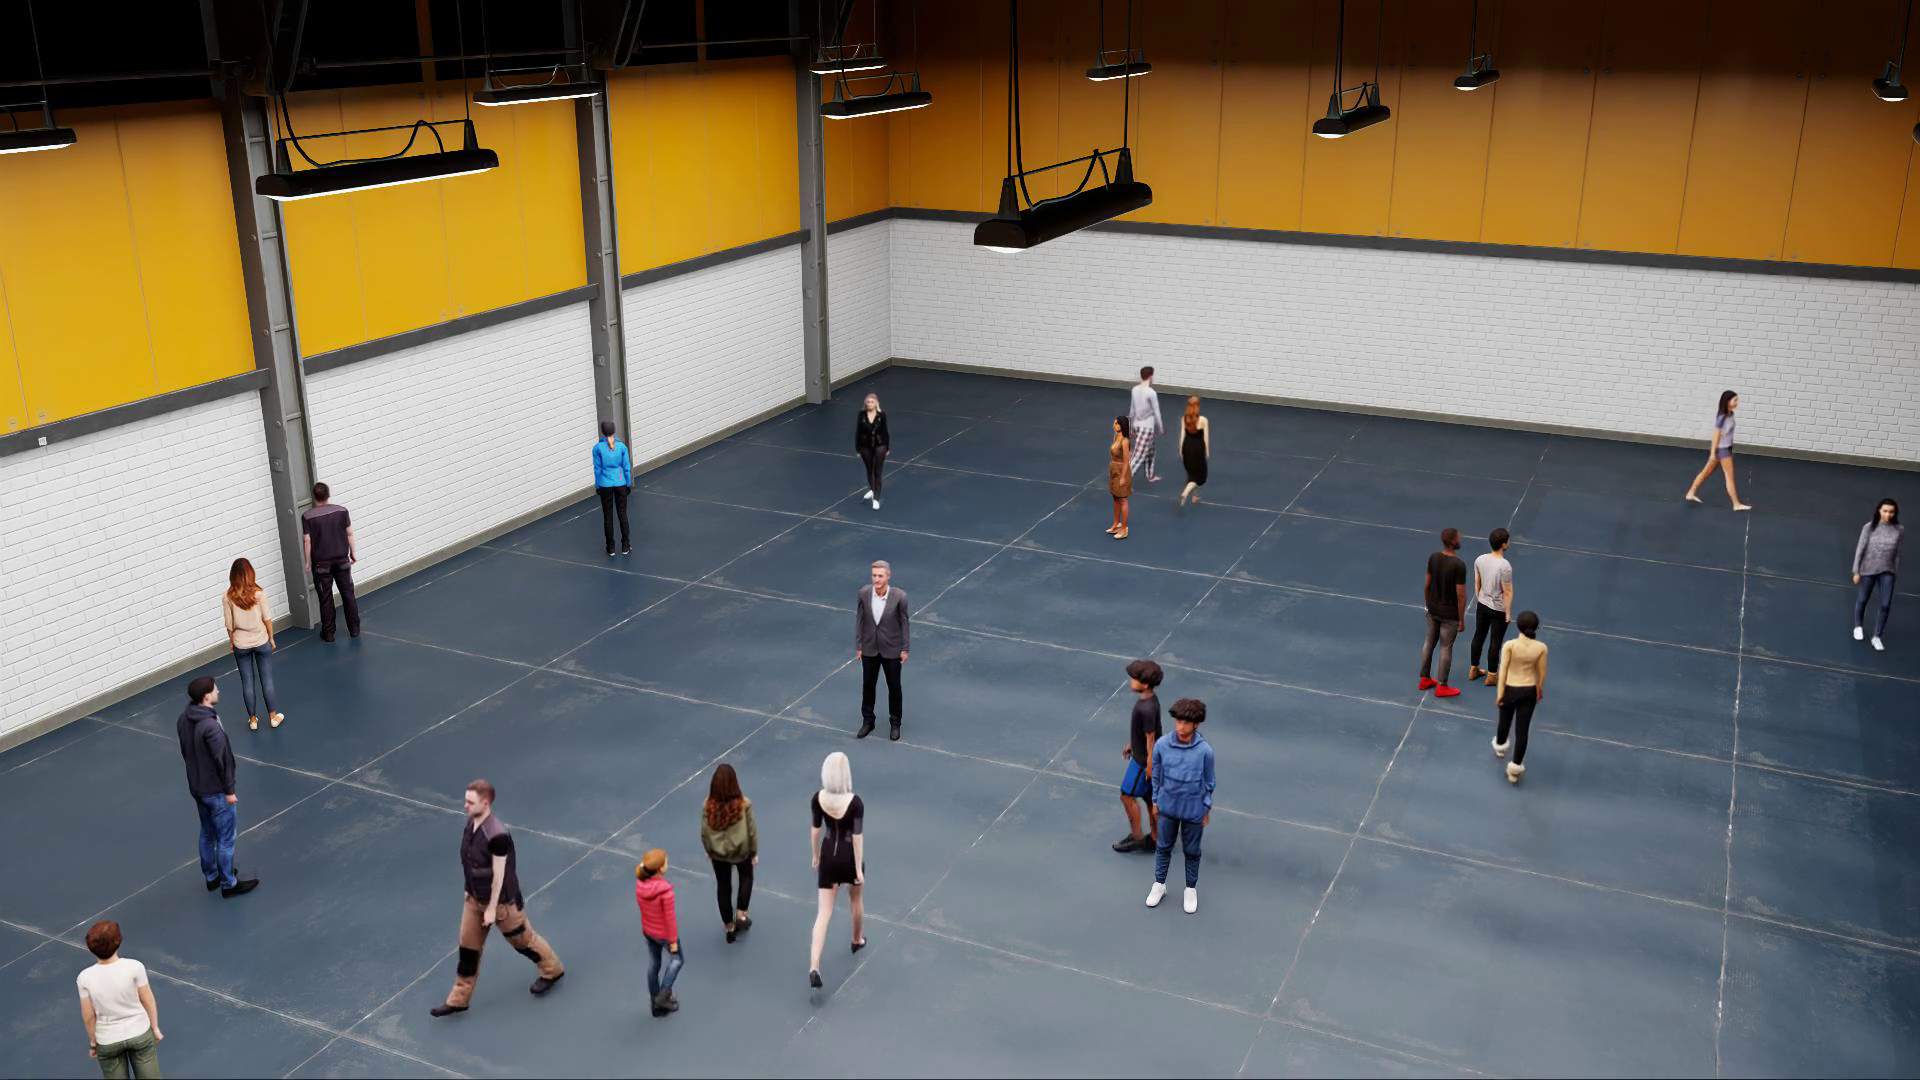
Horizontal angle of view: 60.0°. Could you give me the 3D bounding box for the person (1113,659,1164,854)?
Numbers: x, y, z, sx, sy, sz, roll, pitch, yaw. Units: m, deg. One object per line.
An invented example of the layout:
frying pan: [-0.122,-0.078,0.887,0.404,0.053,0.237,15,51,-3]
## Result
person: [1.685,1.855,14.159,0.727,1.780,0.661,4,19,11]

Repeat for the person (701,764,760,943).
person: [-1.789,2.451,12.874,0.690,1.470,0.694,1,19,2]

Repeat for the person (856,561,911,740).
person: [-0.771,1.060,16.422,0.762,1.841,0.692,4,19,11]

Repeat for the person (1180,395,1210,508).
person: [3.295,-1.231,23.591,0.674,1.607,0.951,12,22,31]

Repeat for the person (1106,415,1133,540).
person: [2.154,-0.859,22.355,0.693,1.690,0.631,-6,20,-18]

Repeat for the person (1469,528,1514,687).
person: [5.661,0.696,17.689,0.702,1.723,0.688,-11,22,-30]

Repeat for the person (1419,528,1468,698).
person: [5.062,0.744,17.419,0.716,1.803,0.718,-12,22,-32]

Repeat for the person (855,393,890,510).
person: [-1.235,-1.301,23.745,0.832,1.641,1.088,3,19,7]

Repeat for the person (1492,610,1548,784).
person: [5.233,1.480,15.514,0.781,1.624,1.088,3,19,10]

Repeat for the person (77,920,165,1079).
person: [-5.280,3.151,10.506,0.654,1.654,0.726,-8,20,-23]

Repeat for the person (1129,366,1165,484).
person: [2.634,-1.595,24.368,1.213,1.802,1.004,-13,22,-33]

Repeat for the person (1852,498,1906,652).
person: [10.344,0.334,18.788,0.690,1.706,0.870,6,20,18]

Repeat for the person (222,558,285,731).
person: [-7.064,1.032,16.582,0.667,1.792,0.714,-5,19,-15]

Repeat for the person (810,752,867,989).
person: [-0.934,2.468,12.316,0.729,1.793,1.198,5,19,14]

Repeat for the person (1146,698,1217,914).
person: [1.784,2.103,13.372,0.686,1.811,0.583,6,20,18]

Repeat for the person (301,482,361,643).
person: [-7.141,0.233,18.869,0.752,1.846,0.876,-11,22,-30]

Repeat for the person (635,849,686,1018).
person: [-2.202,2.850,11.939,0.568,1.310,0.558,14,23,35]

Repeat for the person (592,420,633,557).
person: [-4.527,-0.689,21.680,0.693,1.801,0.715,-3,19,-10]

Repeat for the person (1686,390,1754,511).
person: [10.702,-1.263,23.577,0.839,1.678,1.121,14,23,36]

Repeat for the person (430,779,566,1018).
person: [-3.273,2.561,12.037,0.944,1.796,1.294,17,25,42]

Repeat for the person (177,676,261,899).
person: [-6.103,2.002,13.547,0.714,1.892,0.624,13,22,33]
